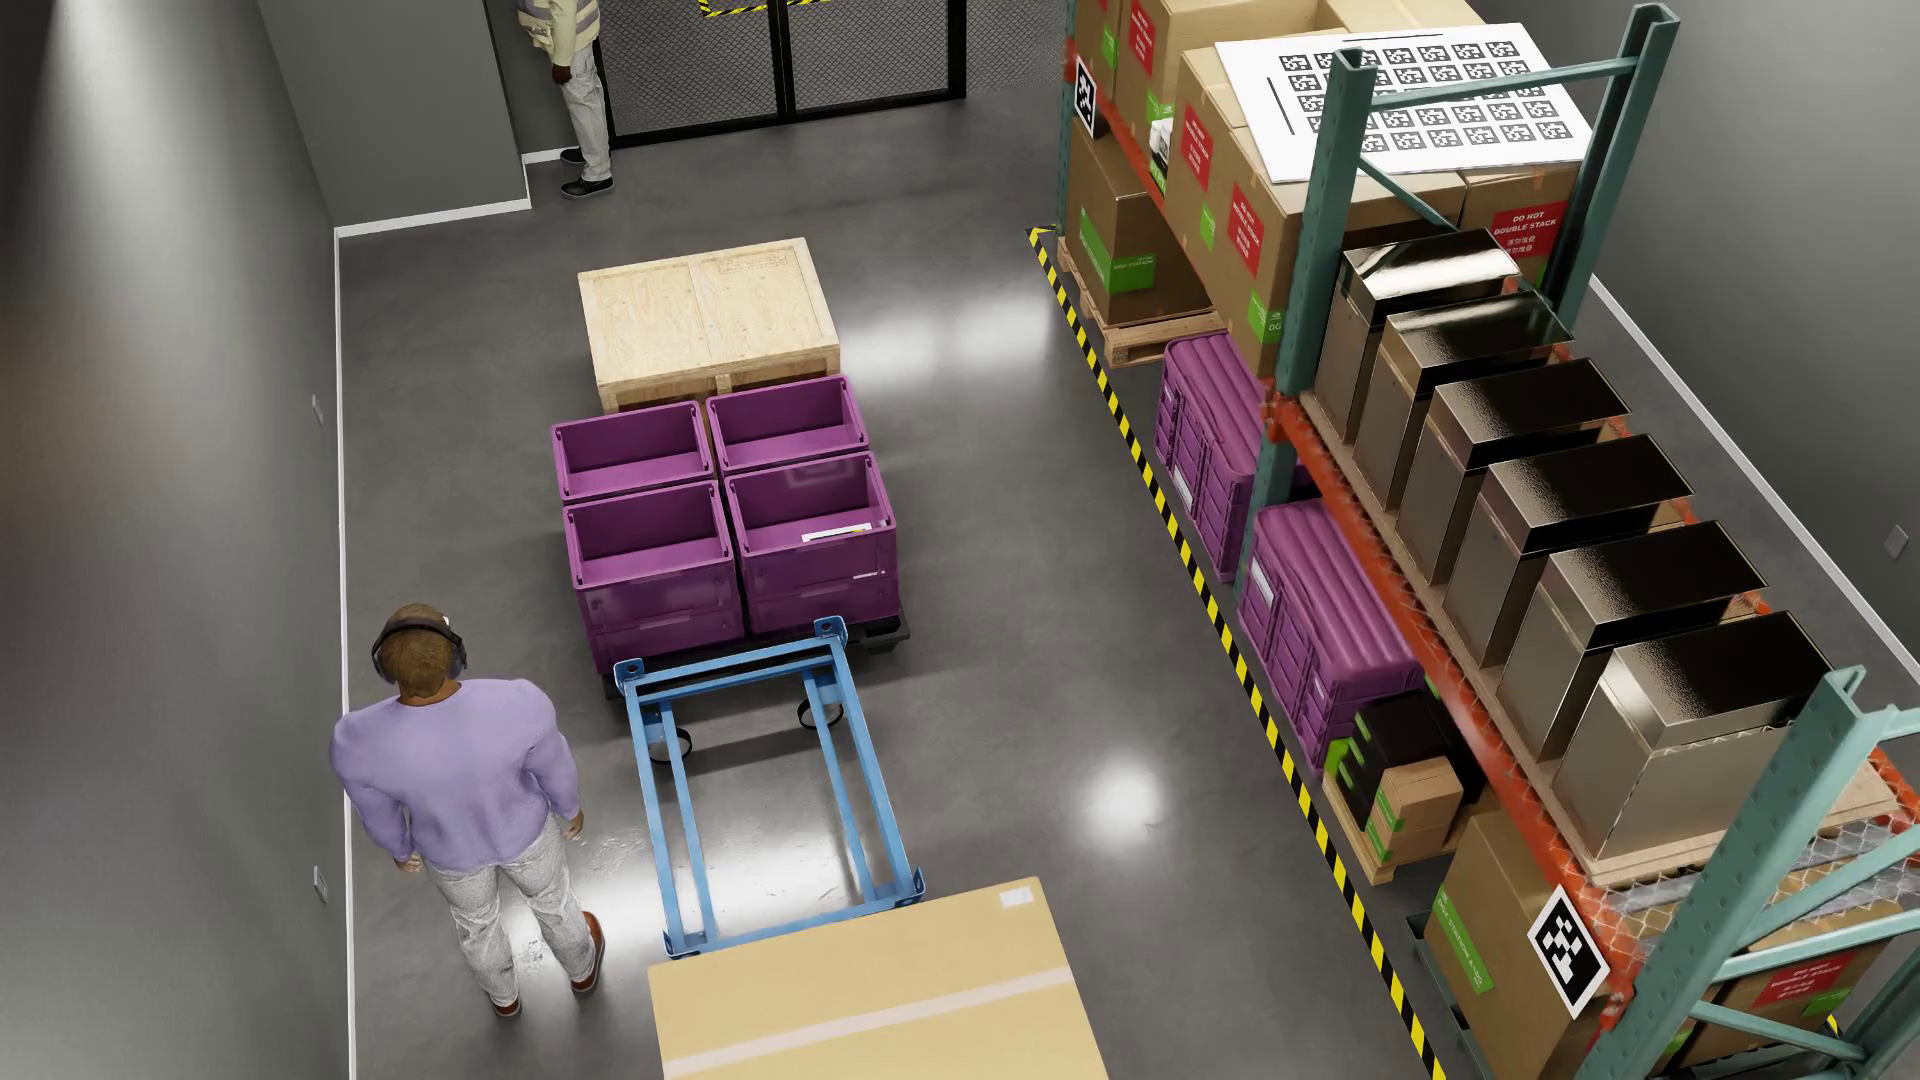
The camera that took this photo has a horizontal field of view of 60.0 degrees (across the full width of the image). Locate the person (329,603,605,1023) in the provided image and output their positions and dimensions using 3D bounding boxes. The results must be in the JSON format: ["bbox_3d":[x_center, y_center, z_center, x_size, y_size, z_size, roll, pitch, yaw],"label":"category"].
[{"bbox_3d":[-1.457,0.873,5.085,0.629,1.940,0.372,-13,49,-12],"label":"person"}]

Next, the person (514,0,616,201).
[{"bbox_3d":[-1.991,-2.566,8.314,0.404,1.833,0.590,-6,48,-5],"label":"person"}]
